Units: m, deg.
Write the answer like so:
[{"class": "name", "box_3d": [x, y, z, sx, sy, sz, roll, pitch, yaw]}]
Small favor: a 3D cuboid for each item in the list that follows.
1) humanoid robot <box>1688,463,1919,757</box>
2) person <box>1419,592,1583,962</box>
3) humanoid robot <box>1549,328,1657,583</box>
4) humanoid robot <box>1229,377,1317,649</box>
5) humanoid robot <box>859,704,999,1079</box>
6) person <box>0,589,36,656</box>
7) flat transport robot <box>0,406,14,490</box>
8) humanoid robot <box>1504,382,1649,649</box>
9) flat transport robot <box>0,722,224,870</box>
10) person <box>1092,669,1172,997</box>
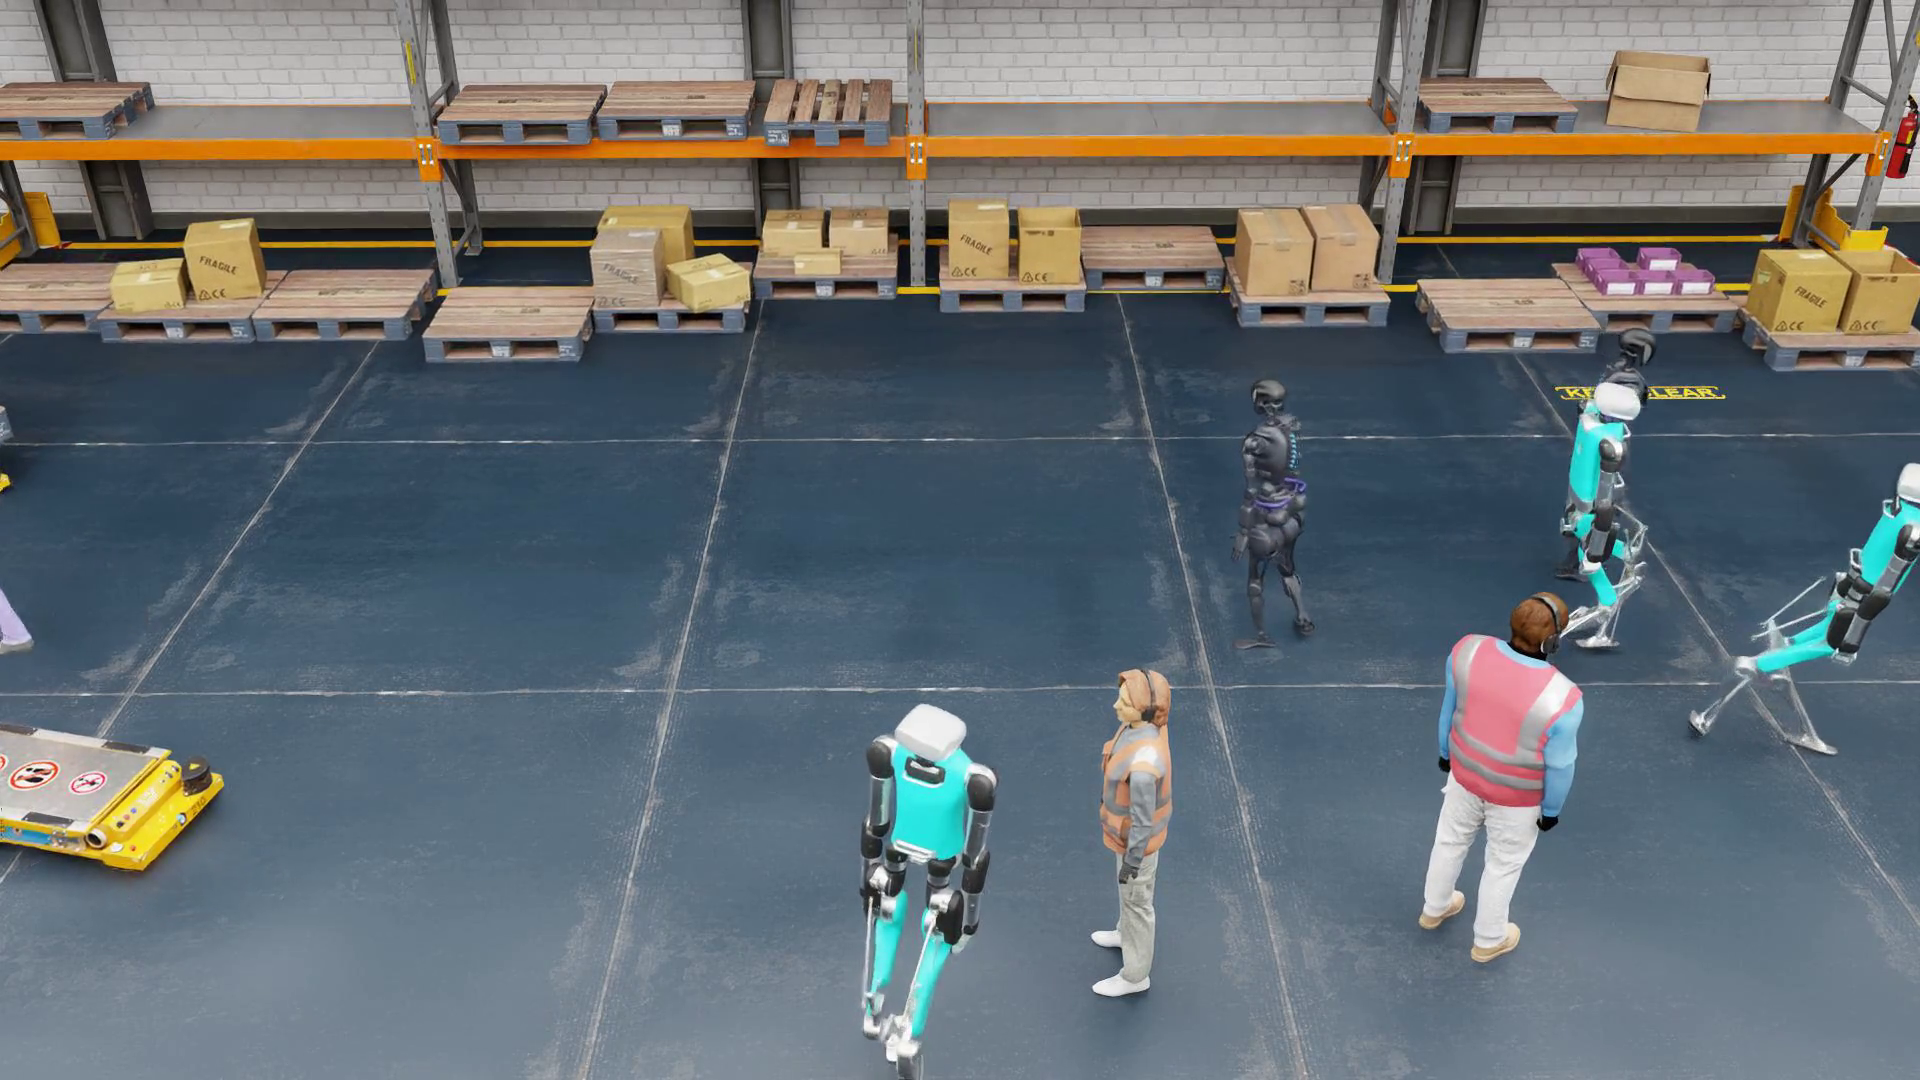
[{"class": "humanoid robot", "box_3d": [4.233, 0.357, 8.424, 0.963, 1.788, 0.556, 13, 33, 20]}, {"class": "person", "box_3d": [2.342, 1.020, 7.200, 0.431, 1.837, 0.630, -25, 39, -35]}, {"class": "humanoid robot", "box_3d": [3.859, -0.486, 9.853, 0.455, 1.645, 0.610, 5, 31, 8]}, {"class": "humanoid robot", "box_3d": [1.788, -0.116, 9.245, 0.492, 1.645, 0.609, 24, 39, 34]}, {"class": "humanoid robot", "box_3d": [-0.253, 1.591, 6.400, 0.556, 1.835, 0.904, 13, 33, 20]}, {"class": "person", "box_3d": [-5.747, -0.151, 9.176, 0.915, 1.803, 0.594, 0, 31, 0]}, {"class": "flat transport robot", "box_3d": [-7.162, -0.454, 11.167, 1.431, 0.231, 0.659, 15, 34, 23]}, {"class": "humanoid robot", "box_3d": [3.537, -0.053, 9.060, 0.961, 1.742, 0.576, 1, 31, 2]}, {"class": "flat transport robot", "box_3d": [-4.515, 1.266, 8.304, 1.431, 0.231, 0.659, 7, 32, 11]}, {"class": "person", "box_3d": [0.734, 1.226, 7.031, 0.304, 1.645, 0.521, 2, 31, 4]}]
